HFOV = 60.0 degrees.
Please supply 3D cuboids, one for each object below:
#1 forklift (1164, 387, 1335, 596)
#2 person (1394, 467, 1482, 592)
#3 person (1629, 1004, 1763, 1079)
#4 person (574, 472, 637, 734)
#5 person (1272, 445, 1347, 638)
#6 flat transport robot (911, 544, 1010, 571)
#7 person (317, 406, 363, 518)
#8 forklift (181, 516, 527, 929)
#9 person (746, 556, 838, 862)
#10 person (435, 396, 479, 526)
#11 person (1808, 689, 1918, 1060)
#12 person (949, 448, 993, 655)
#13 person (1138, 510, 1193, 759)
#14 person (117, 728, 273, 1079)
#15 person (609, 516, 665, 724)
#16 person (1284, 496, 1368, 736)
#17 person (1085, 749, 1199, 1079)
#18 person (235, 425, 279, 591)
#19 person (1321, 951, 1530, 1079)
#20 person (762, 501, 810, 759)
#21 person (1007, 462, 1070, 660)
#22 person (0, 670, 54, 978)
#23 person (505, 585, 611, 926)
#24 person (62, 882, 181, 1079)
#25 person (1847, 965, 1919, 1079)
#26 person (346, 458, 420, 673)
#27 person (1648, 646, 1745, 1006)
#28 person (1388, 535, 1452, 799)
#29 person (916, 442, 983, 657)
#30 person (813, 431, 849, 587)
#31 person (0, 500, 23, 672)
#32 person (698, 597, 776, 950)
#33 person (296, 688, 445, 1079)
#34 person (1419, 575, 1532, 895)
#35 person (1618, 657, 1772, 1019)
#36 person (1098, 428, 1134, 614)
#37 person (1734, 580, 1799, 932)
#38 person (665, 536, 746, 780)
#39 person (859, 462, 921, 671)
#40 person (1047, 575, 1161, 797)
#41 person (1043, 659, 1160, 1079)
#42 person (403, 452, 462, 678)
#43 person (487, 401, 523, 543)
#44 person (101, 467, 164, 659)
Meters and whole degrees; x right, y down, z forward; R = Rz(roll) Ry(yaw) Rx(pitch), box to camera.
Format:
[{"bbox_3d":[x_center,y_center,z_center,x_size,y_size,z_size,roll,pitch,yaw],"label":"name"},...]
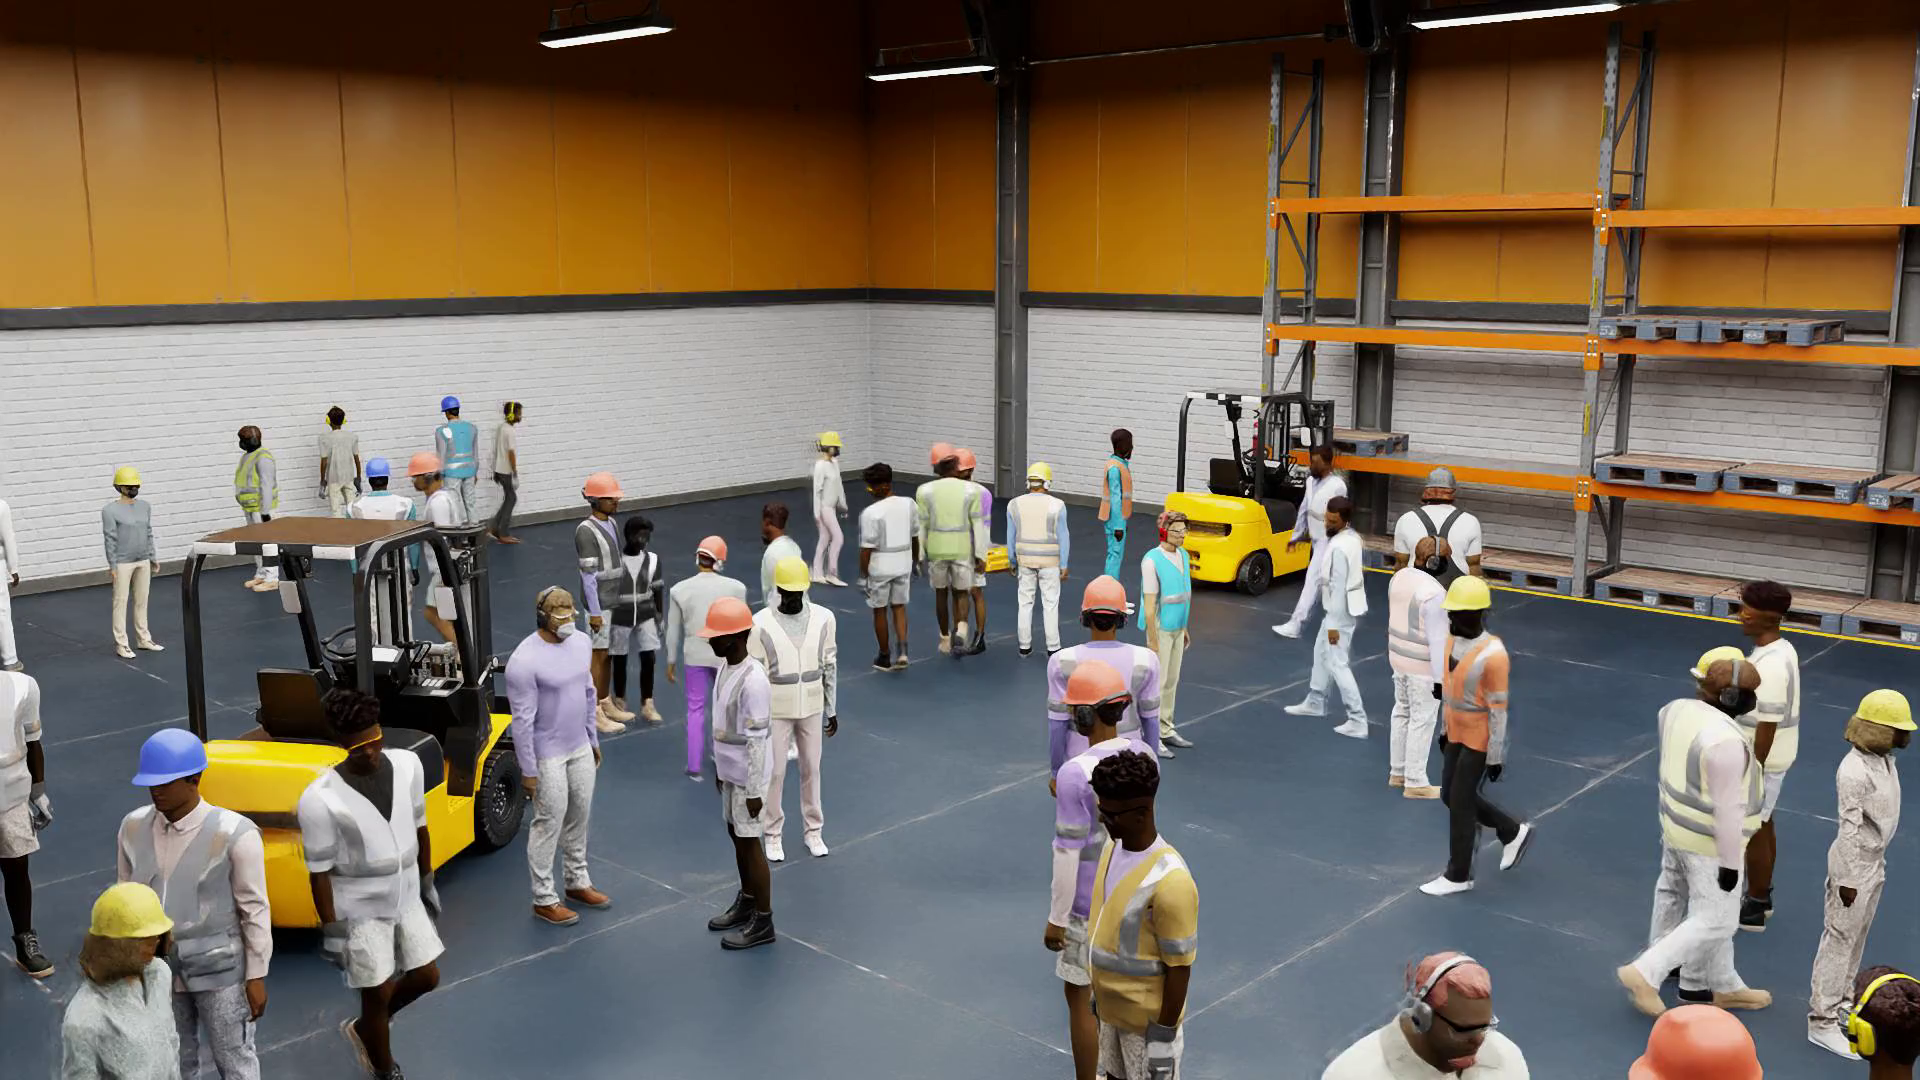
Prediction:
[{"bbox_3d":[3.298,-0.608,18.767,1.214,2.155,2.313,9,13,42],"label":"forklift"},{"bbox_3d":[3.853,0.402,13.454,0.676,2.000,0.536,3,10,17],"label":"person"},{"bbox_3d":[1.854,2.080,4.242,0.392,1.924,0.560,2,10,12],"label":"person"},{"bbox_3d":[-2.768,0.481,13.001,0.370,2.044,0.608,1,10,6],"label":"person"},{"bbox_3d":[3.412,0.016,16.106,0.954,1.872,0.617,-3,10,-14],"label":"person"},{"bbox_3d":[0.074,0.149,19.933,0.652,0.197,1.431,-10,14,-44],"label":"flat transport robot"},{"bbox_3d":[-7.509,-0.688,20.152,0.532,1.868,0.310,-9,13,-41],"label":"person"},{"bbox_3d":[-3.583,0.976,9.748,1.214,2.155,2.313,2,10,11],"label":"forklift"},{"bbox_3d":[-1.025,1.033,10.231,0.581,1.919,0.399,-4,11,-24],"label":"person"},{"bbox_3d":[-6.271,-0.826,20.738,0.400,1.938,0.602,8,13,37],"label":"person"},{"bbox_3d":[4.250,1.543,7.809,0.319,1.741,0.492,9,14,43],"label":"person"},{"bbox_3d":[0.040,0.105,15.463,0.545,1.930,0.385,7,12,36],"label":"person"},{"bbox_3d":[1.527,0.684,12.399,0.380,1.845,0.570,7,12,33],"label":"person"},{"bbox_3d":[-2.989,1.670,6.496,0.605,1.949,0.399,2,10,9],"label":"person"},{"bbox_3d":[-2.612,0.643,13.185,0.554,1.695,0.348,-5,11,-27],"label":"person"},{"bbox_3d":[2.922,0.566,13.041,0.712,1.870,0.662,4,11,21],"label":"person"},{"bbox_3d":[0.641,1.721,6.178,0.380,1.958,0.603,-3,11,-19],"label":"person"},{"bbox_3d":[-7.761,-0.356,18.372,0.429,1.837,0.629,-8,13,-40],"label":"person"},{"bbox_3d":[1.351,2.035,4.697,0.672,1.844,0.990,-4,11,-22],"label":"person"},{"bbox_3d":[-1.279,0.663,12.459,0.424,1.876,0.669,1,10,4],"label":"person"},{"bbox_3d":[0.726,0.194,15.265,0.589,1.822,0.403,3,11,18],"label":"person"},{"bbox_3d":[-4.956,1.316,8.464,0.367,1.966,0.607,9,14,43],"label":"person"},{"bbox_3d":[-2.252,1.191,9.298,0.376,1.928,0.636,5,11,26],"label":"person"},{"bbox_3d":[-2.792,1.952,5.507,0.492,1.729,0.491,1,10,4],"label":"person"},{"bbox_3d":[2.462,2.064,4.516,0.512,1.861,0.325,-2,10,-11],"label":"person"},{"bbox_3d":[-5.072,0.242,14.668,0.605,1.939,0.416,-2,10,-13],"label":"person"},{"bbox_3d":[3.706,1.419,8.303,0.403,1.818,0.603,-2,10,-11],"label":"person"},{"bbox_3d":[3.165,0.870,11.409,0.429,1.830,0.635,-2,10,-13],"label":"person"},{"bbox_3d":[-0.092,0.112,15.220,0.618,2.011,0.661,-1,10,-4],"label":"person"},{"bbox_3d":[-1.412,-0.343,18.535,0.609,1.746,0.540,2,10,13],"label":"person"},{"bbox_3d":[-8.603,0.273,14.629,0.573,1.887,0.354,-4,11,-22],"label":"person"},{"bbox_3d":[-1.205,1.248,8.974,0.387,1.928,0.549,-4,11,-23],"label":"person"},{"bbox_3d":[-2.541,1.554,7.181,0.484,1.937,0.649,6,12,32],"label":"person"},{"bbox_3d":[3.044,1.127,9.696,0.660,1.908,0.612,-2,10,-9],"label":"person"},{"bbox_3d":[3.652,1.452,8.112,0.715,1.820,0.660,1,10,6],"label":"person"},{"bbox_3d":[1.631,-0.200,17.238,0.392,1.918,0.593,1,10,7],"label":"person"},{"bbox_3d":[4.424,1.187,9.214,0.375,1.962,0.644,6,11,29],"label":"person"},{"bbox_3d":[-1.817,0.823,12.009,0.615,1.702,0.725,-2,10,-9],"label":"person"},{"bbox_3d":[-0.634,0.246,14.692,0.691,1.929,0.580,-6,12,-33],"label":"person"},{"bbox_3d":[0.762,1.198,8.919,0.607,2.044,0.371,-1,10,-3],"label":"person"},{"bbox_3d":[0.584,1.514,7.165,0.409,2.029,0.613,9,13,41],"label":"person"},{"bbox_3d":[-4.543,0.238,14.504,0.527,2.011,0.638,-3,10,-18],"label":"person"},{"bbox_3d":[-5.770,-0.854,21.211,0.458,1.837,0.563,-5,11,-28],"label":"person"},{"bbox_3d":[-7.661,0.198,15.399,0.317,1.769,0.522,4,11,23],"label":"person"}]
